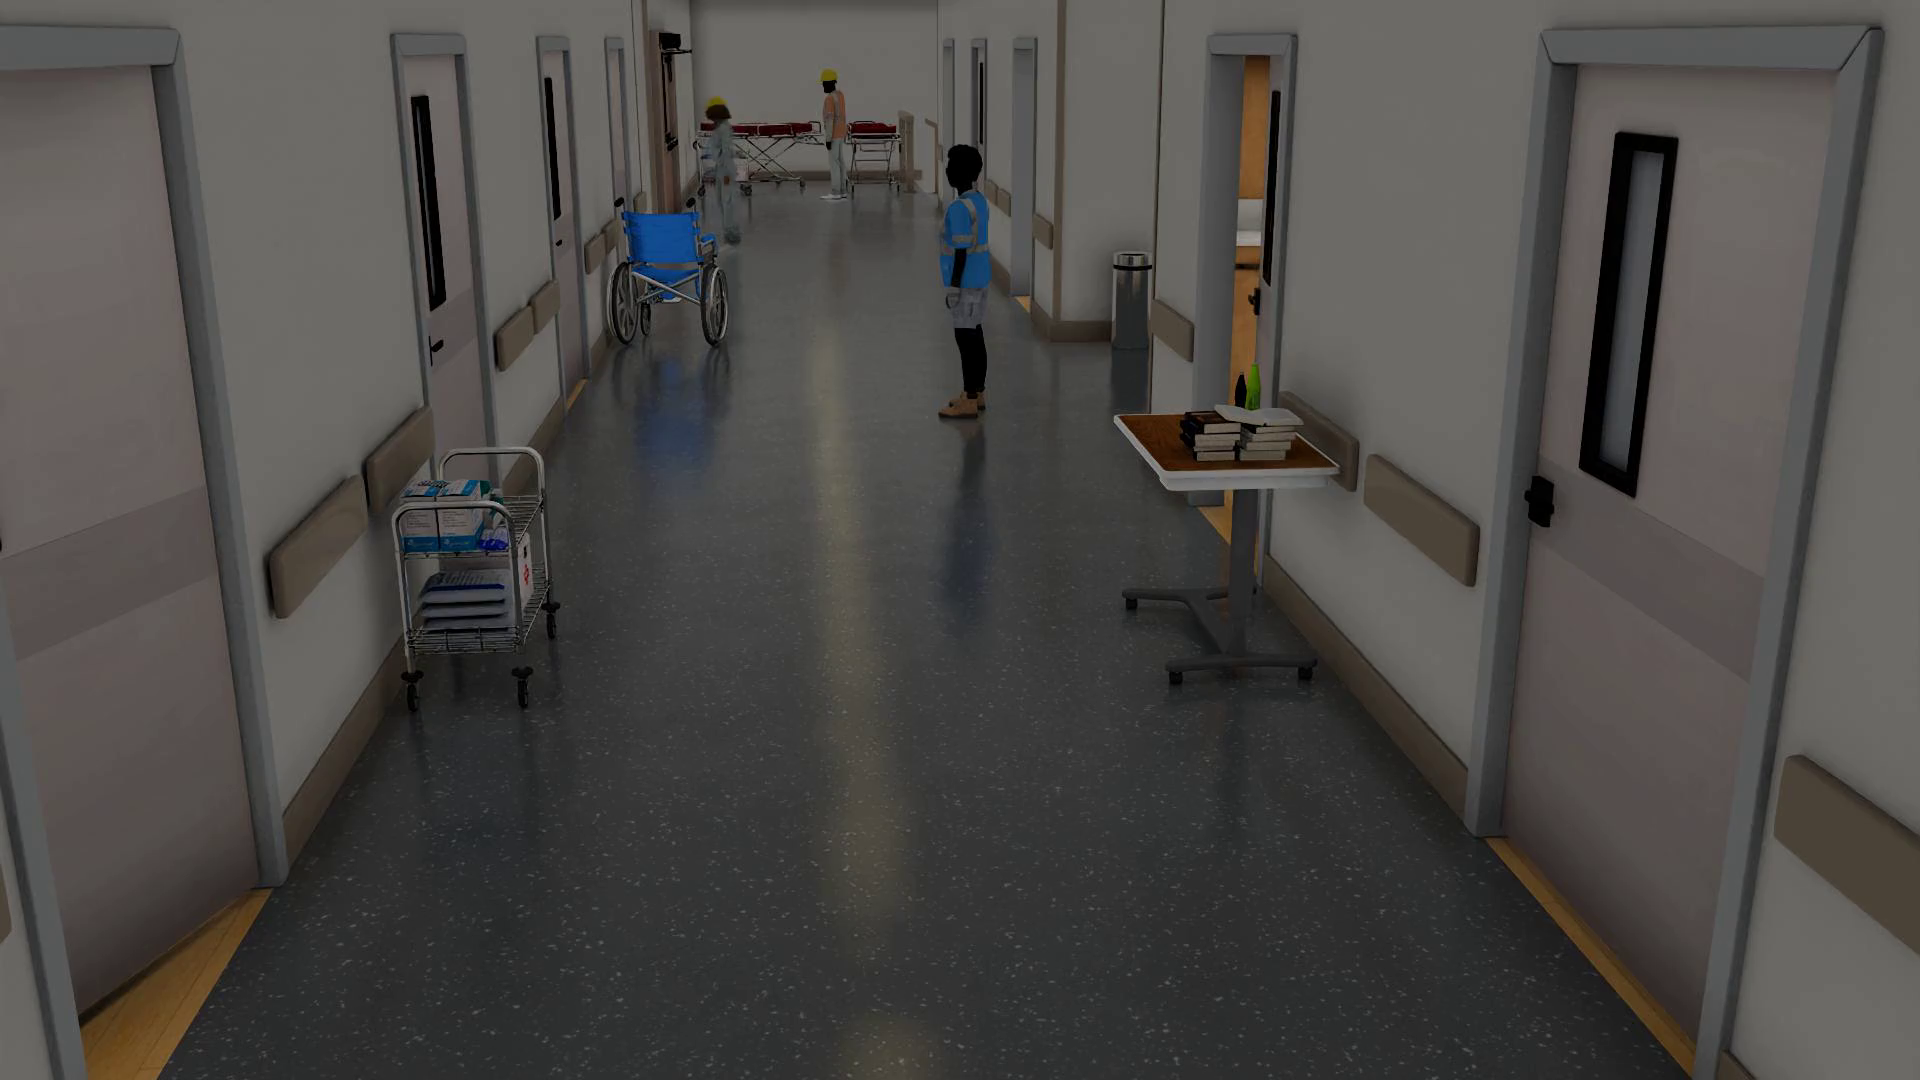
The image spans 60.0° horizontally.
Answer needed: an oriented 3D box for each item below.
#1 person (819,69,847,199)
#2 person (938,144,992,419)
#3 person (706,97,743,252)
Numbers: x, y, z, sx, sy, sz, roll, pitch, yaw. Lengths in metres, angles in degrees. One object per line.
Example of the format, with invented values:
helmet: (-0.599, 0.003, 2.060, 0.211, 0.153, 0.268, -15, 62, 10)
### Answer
person: (-1.918, -6.108, 25.079, 0.393, 1.918, 0.585, 4, 17, 14)
person: (0.029, -1.612, 10.426, 0.316, 1.696, 0.540, 4, 17, 13)
person: (-2.650, -4.138, 18.869, 0.380, 1.704, 0.557, -6, 18, -20)
